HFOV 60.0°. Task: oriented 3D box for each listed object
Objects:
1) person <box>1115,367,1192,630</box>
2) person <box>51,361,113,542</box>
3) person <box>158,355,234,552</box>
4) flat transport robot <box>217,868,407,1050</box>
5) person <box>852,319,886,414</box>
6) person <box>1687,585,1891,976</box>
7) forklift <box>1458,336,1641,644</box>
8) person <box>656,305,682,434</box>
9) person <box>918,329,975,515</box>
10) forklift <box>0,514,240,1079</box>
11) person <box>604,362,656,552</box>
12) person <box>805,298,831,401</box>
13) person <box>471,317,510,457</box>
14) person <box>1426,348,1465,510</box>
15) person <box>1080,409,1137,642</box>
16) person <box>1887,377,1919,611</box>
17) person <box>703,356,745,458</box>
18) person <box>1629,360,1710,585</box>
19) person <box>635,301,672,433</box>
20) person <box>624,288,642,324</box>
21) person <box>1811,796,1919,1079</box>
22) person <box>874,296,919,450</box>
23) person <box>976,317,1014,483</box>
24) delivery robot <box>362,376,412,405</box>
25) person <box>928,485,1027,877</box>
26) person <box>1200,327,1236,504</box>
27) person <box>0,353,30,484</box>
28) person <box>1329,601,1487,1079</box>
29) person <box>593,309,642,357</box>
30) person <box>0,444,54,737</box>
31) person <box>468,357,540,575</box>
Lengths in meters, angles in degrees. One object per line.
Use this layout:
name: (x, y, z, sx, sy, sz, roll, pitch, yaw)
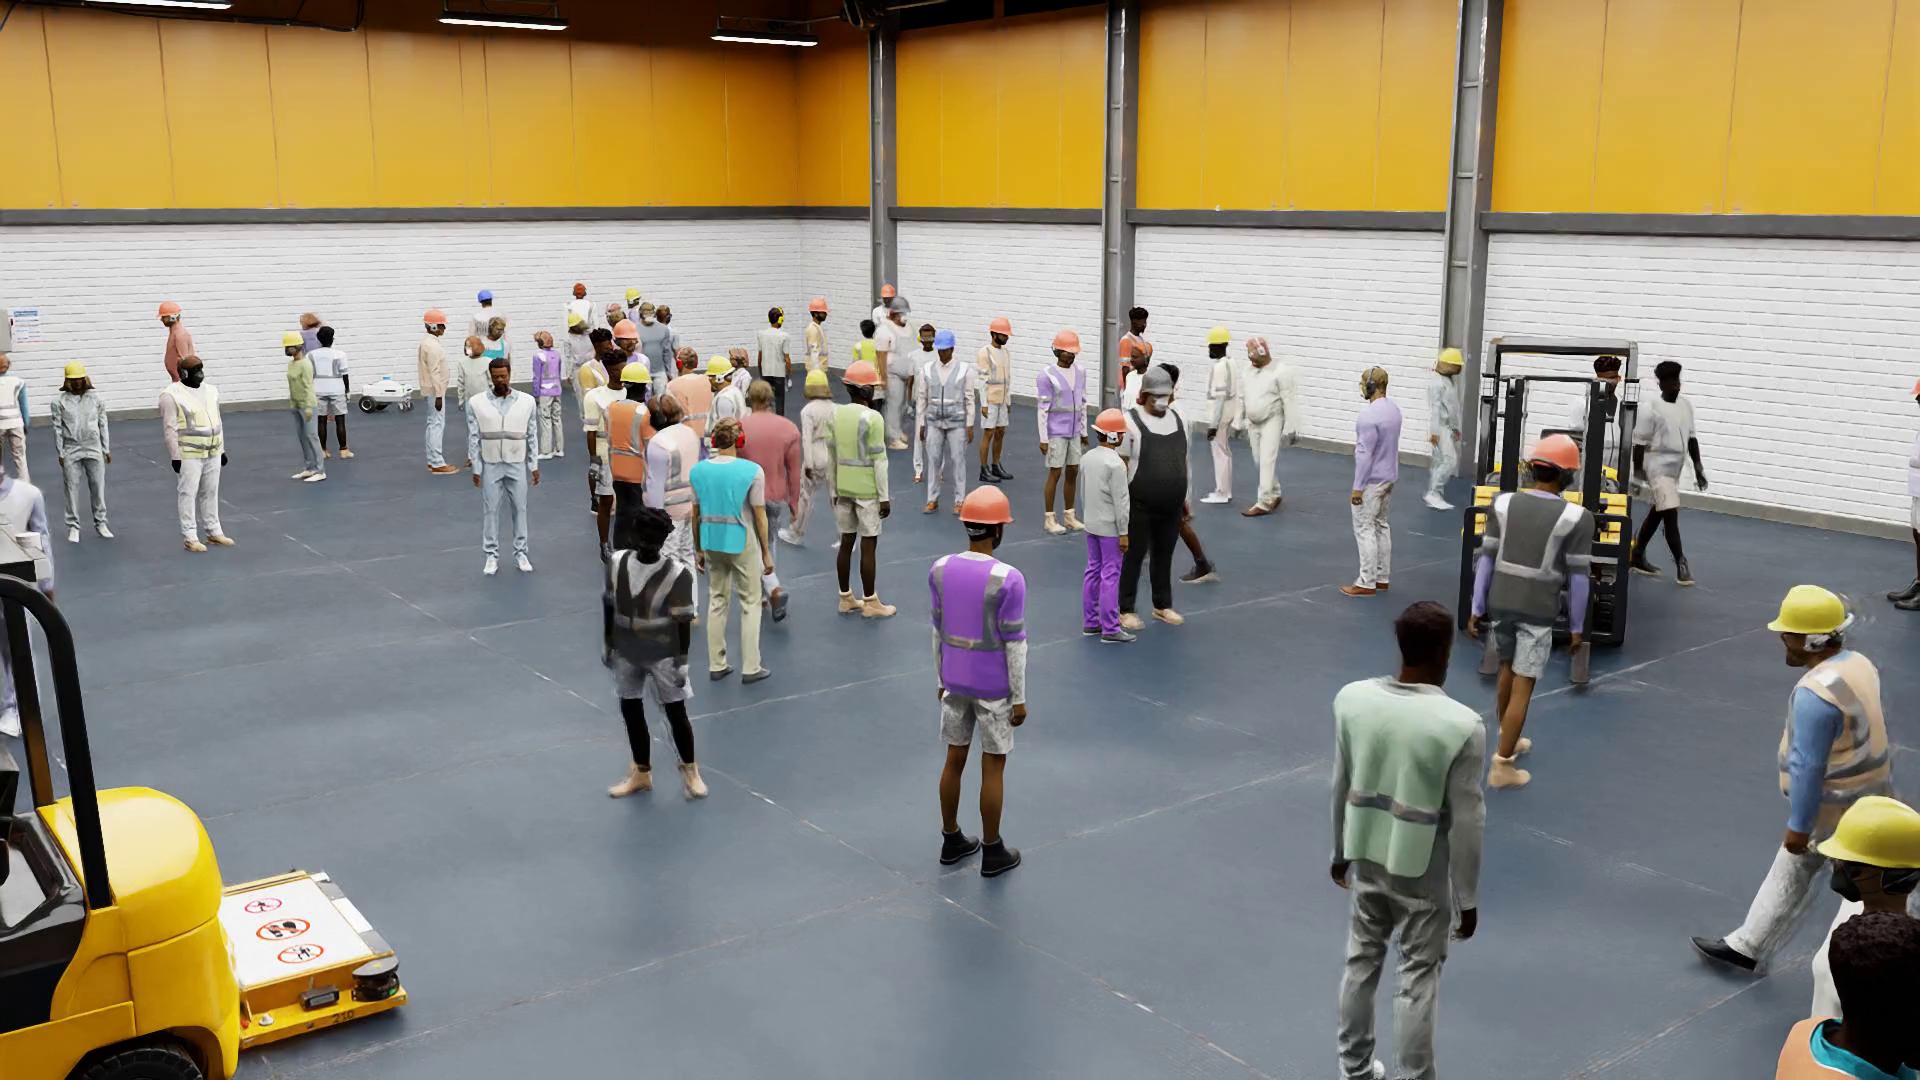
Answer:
person: (1.509, -0.329, 12.822, 0.693, 2.000, 0.537, -6, 13, -26)
person: (-8.483, -0.858, 16.098, 0.486, 1.744, 0.311, -9, 15, -37)
person: (-7.178, -0.821, 15.678, 0.429, 1.846, 0.625, 5, 13, 23)
flat transport robot: (-2.933, 1.735, 7.151, 0.652, 0.197, 1.431, -8, 14, -35)
person: (-1.175, -2.182, 22.706, 0.591, 1.649, 0.881, 2, 12, 8)
person: (3.590, 1.065, 6.816, 0.959, 1.764, 0.591, 9, 14, 36)
forklift: (4.683, -0.471, 13.136, 1.214, 2.155, 2.313, 4, 12, 20)
person: (-4.022, -2.279, 22.724, 0.504, 1.844, 0.345, 3, 12, 16)
person: (-0.148, -1.231, 17.410, 0.614, 1.944, 0.403, 3, 12, 14)
forklift: (-3.687, 1.115, 5.480, 2.313, 2.155, 1.214, -9, 15, -36)
person: (-2.784, -0.561, 14.257, 0.581, 1.919, 0.393, 8, 14, 33)
person: (-1.934, -2.344, 22.806, 0.356, 1.937, 0.552, 0, 12, -1)
person: (-5.958, -1.922, 21.085, 0.560, 1.804, 0.599, 10, 15, 39)
person: (5.165, -1.165, 17.622, 0.397, 1.729, 0.501, 8, 14, 34)
person: (1.115, -0.112, 12.473, 0.327, 1.752, 0.561, -6, 13, -26)
person: (7.761, -0.393, 13.387, 0.366, 1.933, 0.551, 4, 12, 19)
person: (-2.236, -0.846, 15.865, 0.403, 1.819, 0.602, 0, 12, -1)
person: (6.150, -0.595, 14.394, 0.639, 1.916, 0.715, -8, 14, -33)
person: (-4.157, -2.225, 22.265, 0.637, 1.930, 0.371, -8, 14, -33)
person: (-5.312, -3.212, 27.262, 0.403, 1.828, 0.593, 0, 12, 1)
person: (2.410, 1.536, 4.483, 0.320, 1.769, 0.523, 1, 12, 7)
person: (-0.774, -2.203, 21.876, 0.537, 2.000, 0.703, 11, 16, 43)
person: (0.434, -1.637, 19.423, 0.390, 1.925, 0.550, 9, 15, 37)
delivery robot: (-8.848, -2.294, 25.694, 0.707, 0.478, 0.477, 1, 12, 5)
person: (0.108, 0.689, 8.180, 0.544, 1.930, 0.388, 9, 15, 36)
person: (2.804, -1.344, 18.052, 0.377, 1.919, 0.660, 4, 12, 17)
person: (-10.416, -1.221, 18.133, 0.528, 1.626, 0.334, -11, 16, -43)
person: (1.586, 1.158, 5.981, 0.430, 1.906, 0.641, -11, 16, -43)
person: (-4.202, -1.886, 20.592, 0.635, 1.939, 0.361, 1, 12, 6)
person: (-6.011, 0.275, 10.339, 0.606, 1.863, 1.015, -2, 12, -8)
person: (-4.028, -0.662, 14.728, 0.590, 1.920, 0.398, -4, 12, -18)
